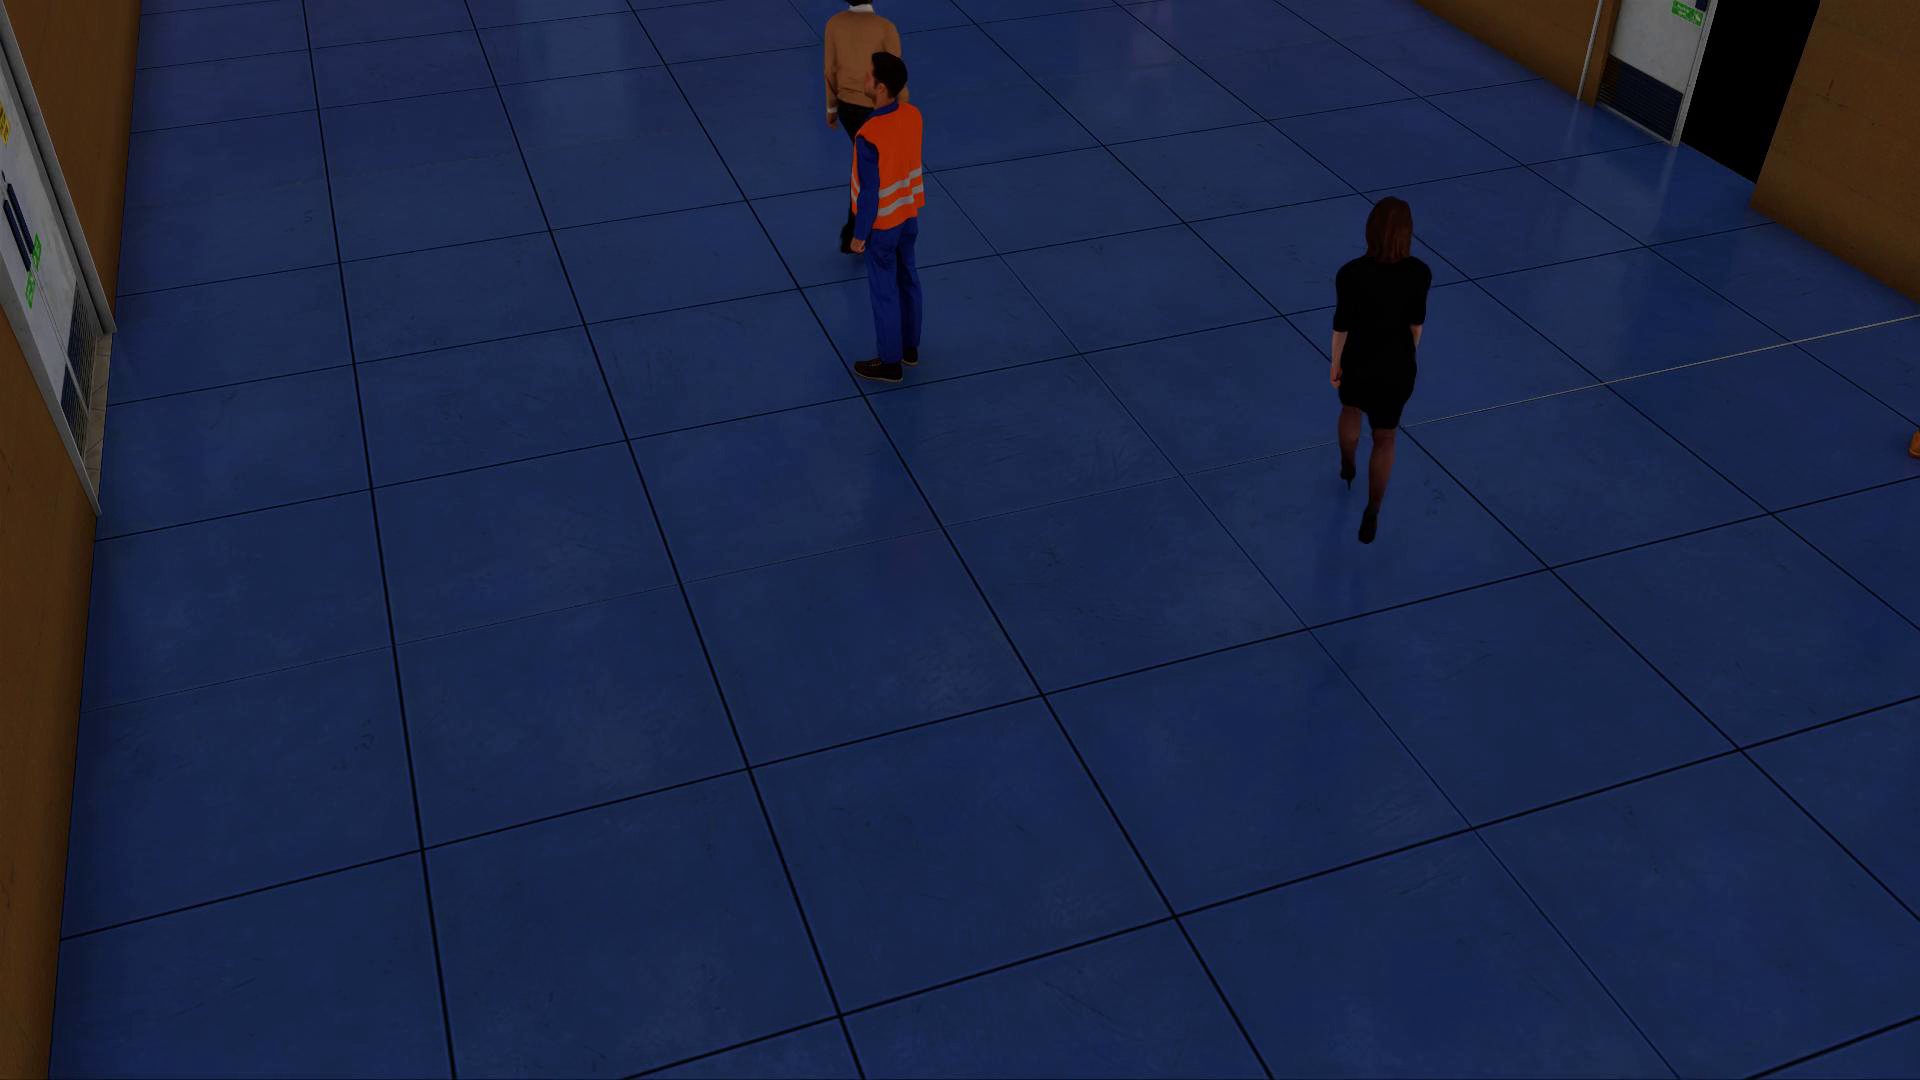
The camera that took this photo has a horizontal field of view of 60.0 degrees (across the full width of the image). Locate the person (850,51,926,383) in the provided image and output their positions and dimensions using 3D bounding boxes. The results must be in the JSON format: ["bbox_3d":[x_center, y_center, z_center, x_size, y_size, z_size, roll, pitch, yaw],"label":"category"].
[{"bbox_3d":[-0.390,-1.741,9.030,0.843,1.864,0.765,19,41,23],"label":"person"}]

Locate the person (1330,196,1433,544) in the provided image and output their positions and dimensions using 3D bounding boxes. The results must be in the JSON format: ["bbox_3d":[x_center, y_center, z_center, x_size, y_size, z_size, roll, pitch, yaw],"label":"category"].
[{"bbox_3d":[1.976,-0.765,7.878,1.093,1.670,1.001,6,37,8],"label":"person"}]

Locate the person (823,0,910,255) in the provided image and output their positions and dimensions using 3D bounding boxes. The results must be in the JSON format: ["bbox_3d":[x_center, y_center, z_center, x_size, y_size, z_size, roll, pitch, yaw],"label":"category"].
[{"bbox_3d":[-0.611,-2.605,10.304,1.129,1.718,1.222,17,40,22],"label":"person"}]
